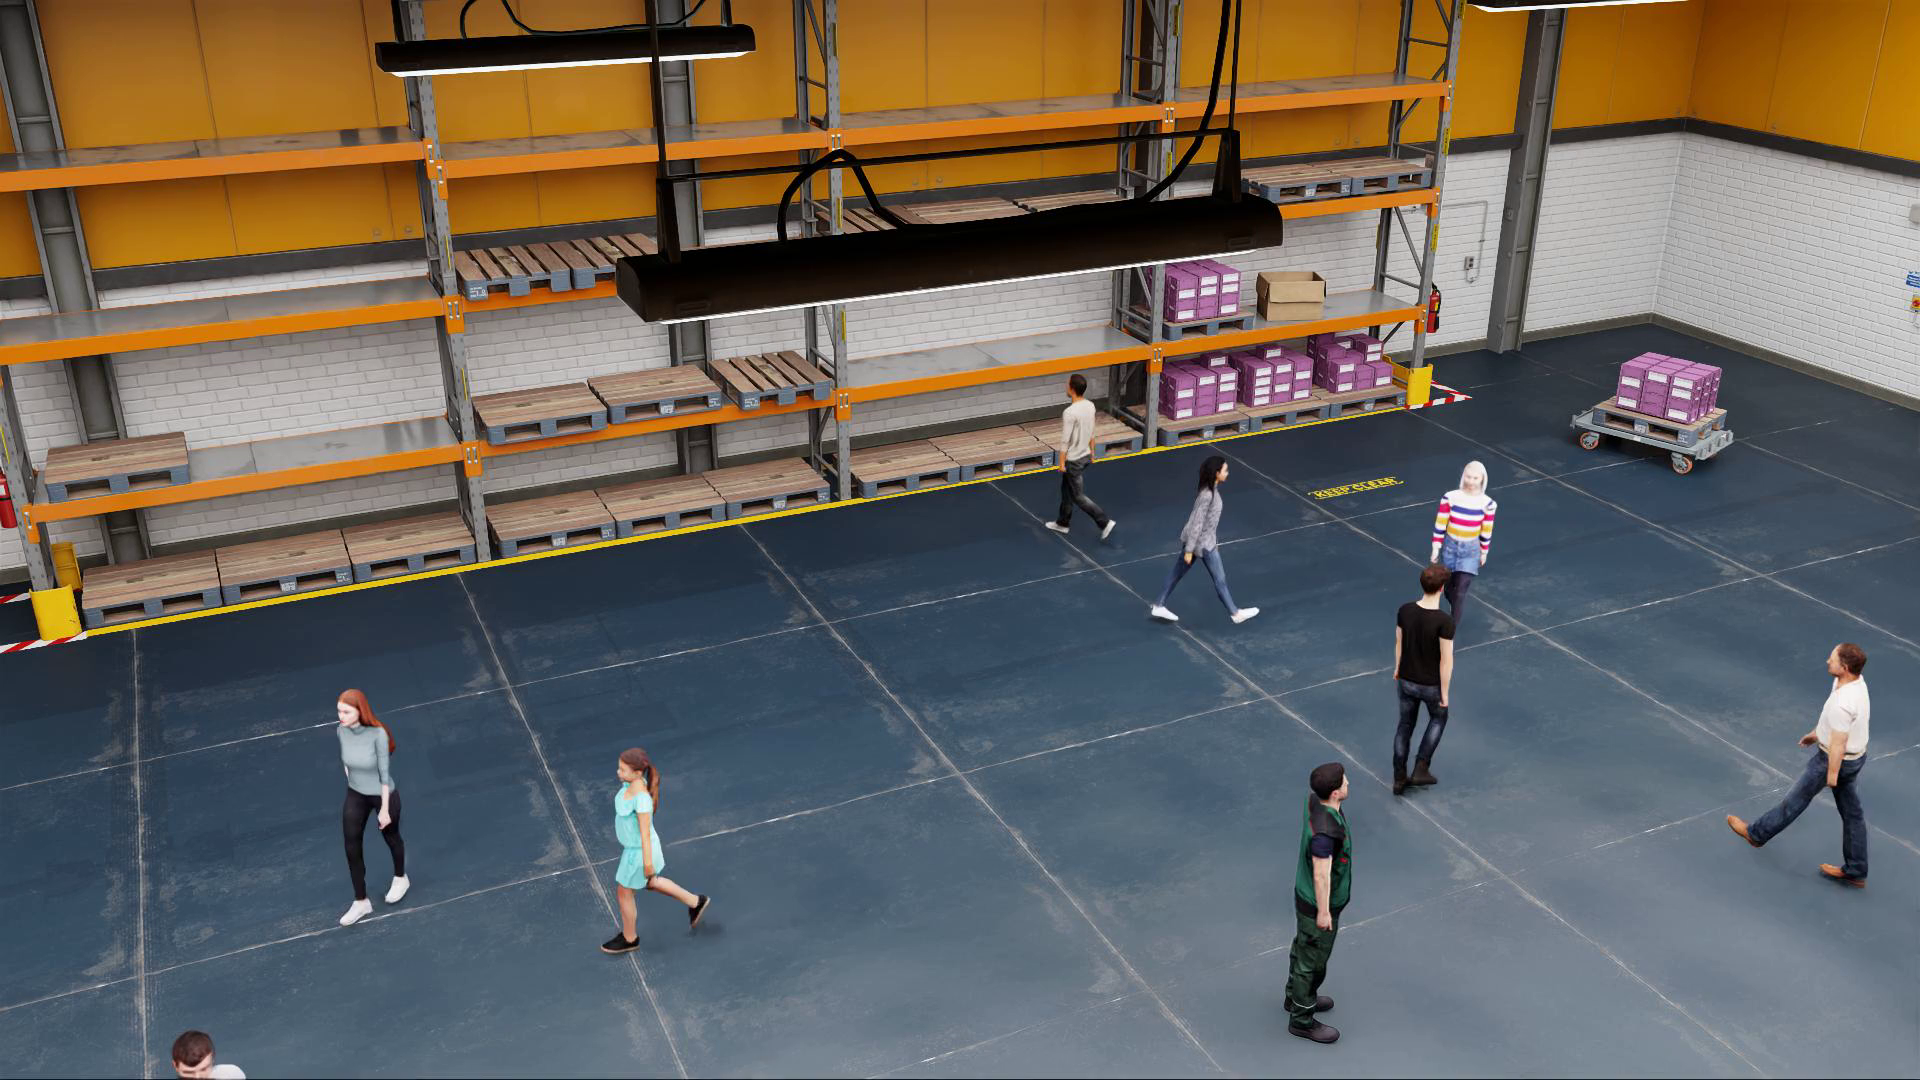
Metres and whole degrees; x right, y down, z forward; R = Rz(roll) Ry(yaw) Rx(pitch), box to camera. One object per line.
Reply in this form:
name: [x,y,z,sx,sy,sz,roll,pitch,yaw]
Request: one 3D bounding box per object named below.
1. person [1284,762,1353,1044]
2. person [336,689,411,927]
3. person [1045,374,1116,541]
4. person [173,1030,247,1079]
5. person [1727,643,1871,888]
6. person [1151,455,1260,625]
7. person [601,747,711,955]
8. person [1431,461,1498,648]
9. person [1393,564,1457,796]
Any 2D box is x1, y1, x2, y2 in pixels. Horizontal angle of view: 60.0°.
person: [2.219,2.199,10.283,0.764,1.901,0.767,3,24,6]
person: [-4.000,1.763,11.504,0.885,1.722,0.920,6,24,13]
person: [1.299,-0.830,17.361,1.052,1.783,1.126,15,28,31]
person: [-3.640,3.161,8.152,0.770,1.846,0.660,15,28,30]
person: [6.297,1.623,11.723,1.231,1.804,0.998,-21,31,-39]
person: [2.145,0.039,15.510,1.299,1.673,1.087,4,24,8]
person: [-2.060,2.047,11.084,1.028,1.538,0.692,-5,24,-12]
person: [4.585,0.111,15.216,1.101,1.777,1.214,11,26,23]
person: [3.495,1.123,12.769,0.805,1.881,0.805,20,30,38]
